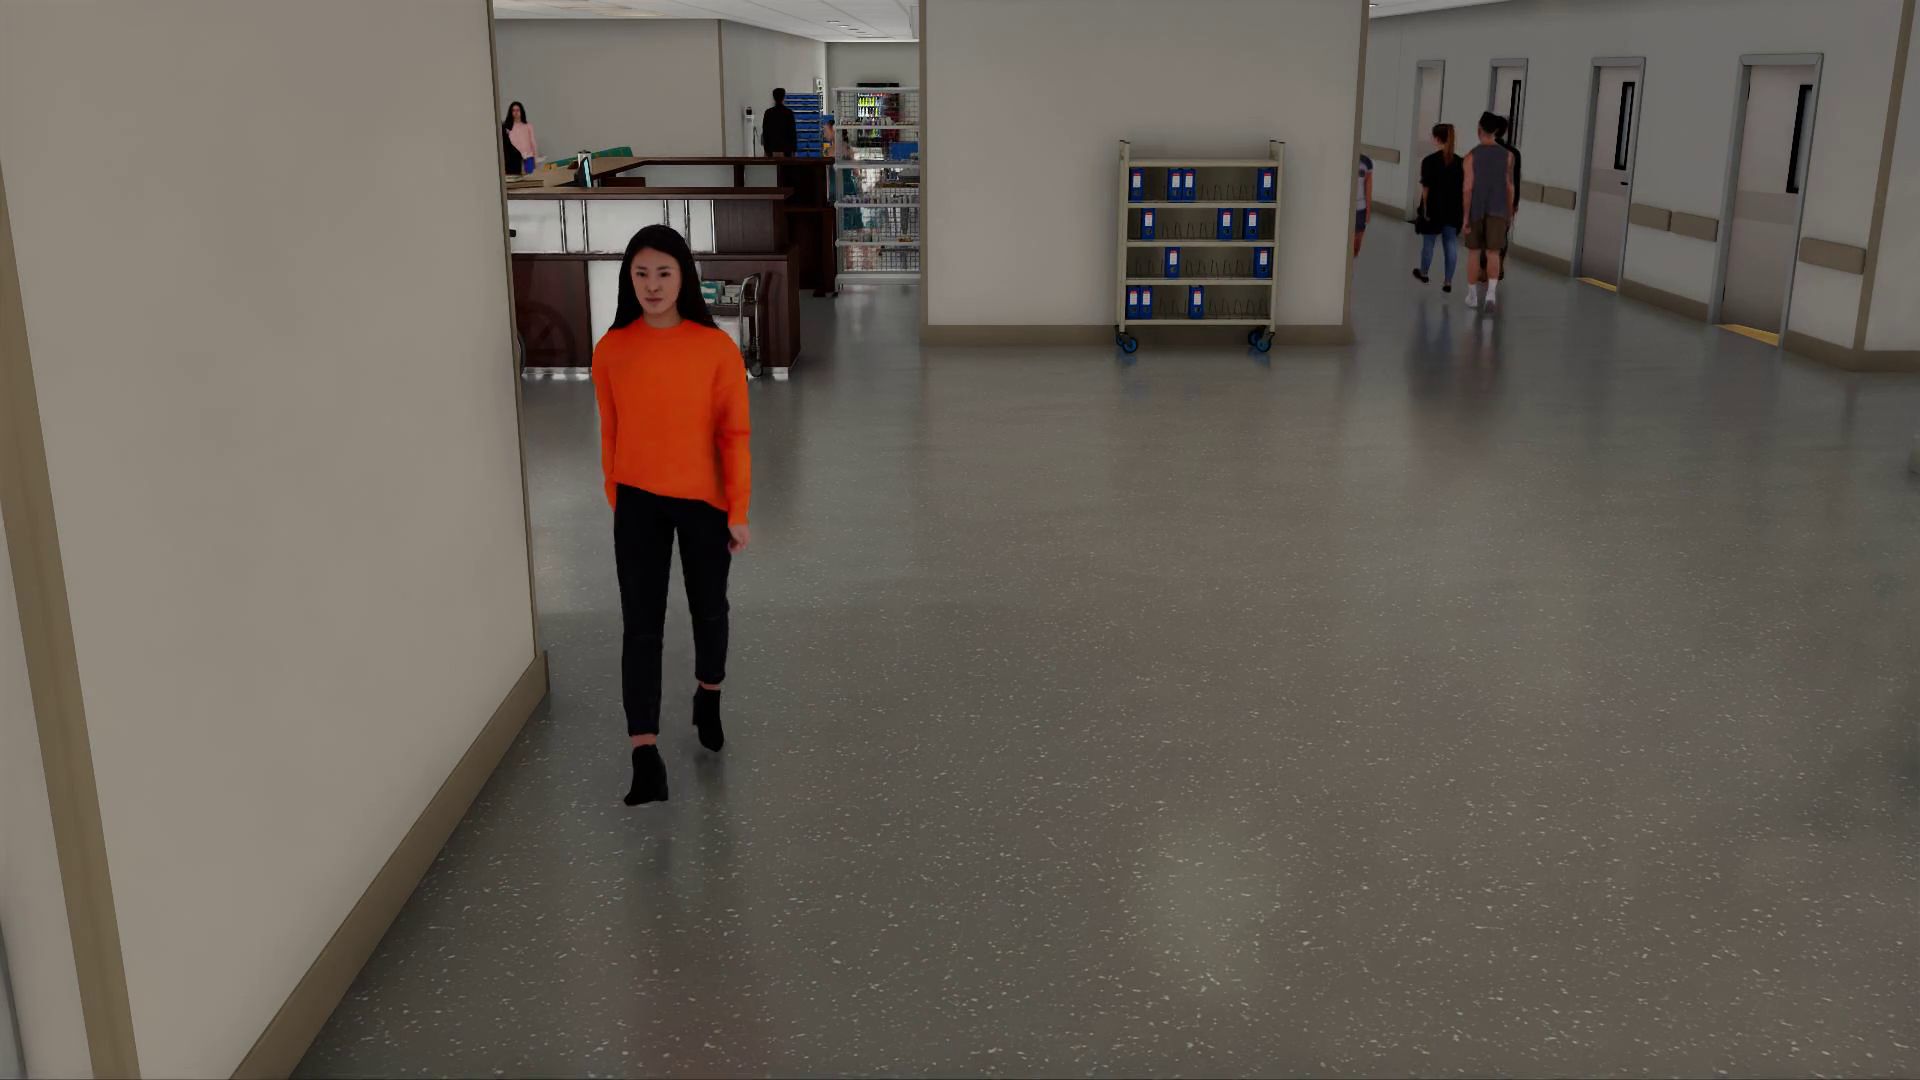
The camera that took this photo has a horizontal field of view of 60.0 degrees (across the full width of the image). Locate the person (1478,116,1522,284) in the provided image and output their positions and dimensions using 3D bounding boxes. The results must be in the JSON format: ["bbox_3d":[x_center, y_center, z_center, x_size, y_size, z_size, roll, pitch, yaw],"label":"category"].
[{"bbox_3d":[5.598,-3.541,17.363,0.713,1.716,0.782,3,16,9],"label":"person"}]

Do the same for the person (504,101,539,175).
[{"bbox_3d":[-6.344,-5.437,24.080,0.962,1.721,0.774,-1,16,-4],"label":"person"}]

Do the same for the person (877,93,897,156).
[{"bbox_3d":[-1.724,-9.694,39.208,1.035,1.706,0.691,1,16,3],"label":"person"}]

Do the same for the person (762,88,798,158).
[{"bbox_3d":[-2.743,-5.930,25.453,0.643,1.924,0.822,4,16,15],"label":"person"}]

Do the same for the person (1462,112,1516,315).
[{"bbox_3d":[4.846,-2.965,15.243,1.181,1.810,0.881,3,16,11],"label":"person"}]

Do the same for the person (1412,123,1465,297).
[{"bbox_3d":[4.756,-3.198,16.300,1.011,1.632,0.703,0,16,0],"label":"person"}]

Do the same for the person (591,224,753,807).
[{"bbox_3d":[-0.864,-0.092,5.152,0.996,1.704,0.687,-1,16,-2],"label":"person"}]

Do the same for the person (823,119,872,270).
[{"bbox_3d":[-1.194,-3.663,17.863,0.637,1.679,0.835,3,16,12],"label":"person"}]

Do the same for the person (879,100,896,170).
[{"bbox_3d":[-1.615,-9.161,37.644,0.951,1.529,0.701,3,16,9],"label":"person"}]
